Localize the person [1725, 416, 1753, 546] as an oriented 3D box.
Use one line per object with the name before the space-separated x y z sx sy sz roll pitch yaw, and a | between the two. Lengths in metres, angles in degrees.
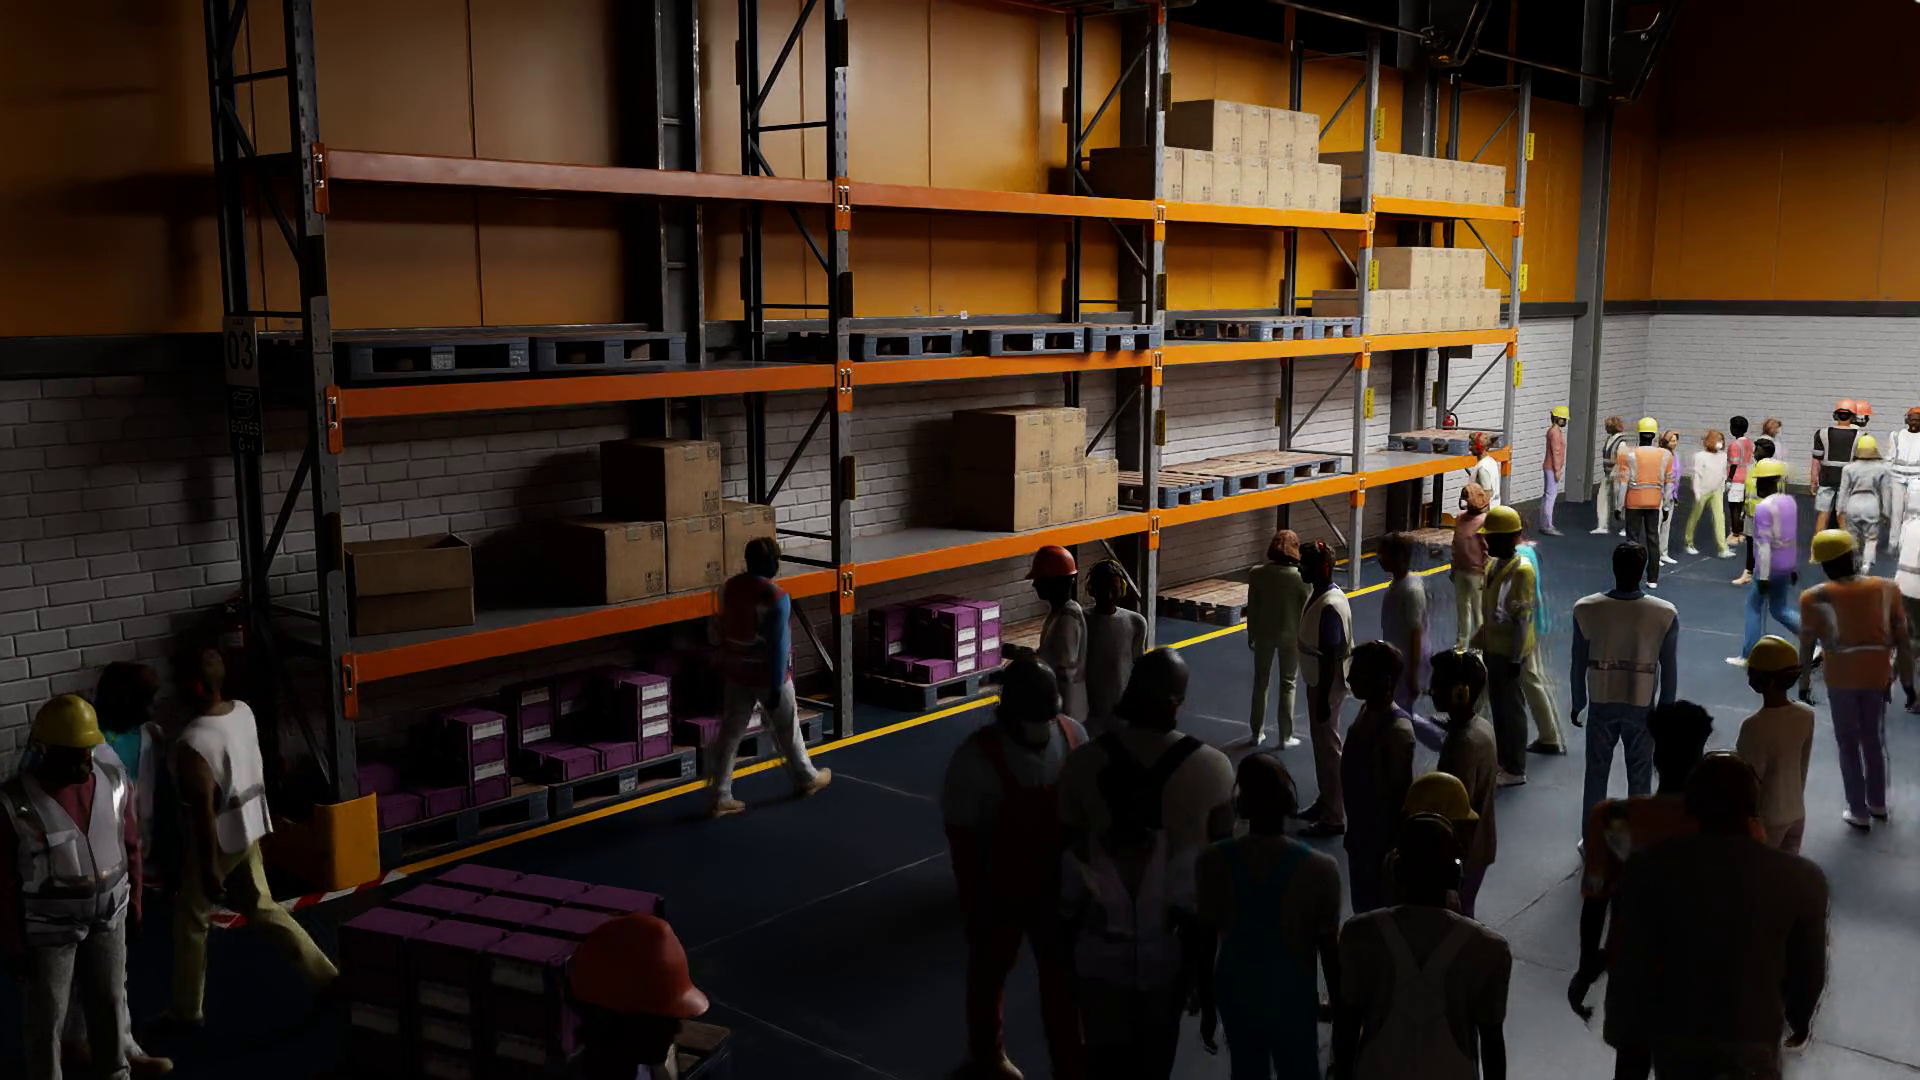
person | 10.106 -0.769 21.645 0.318 1.697 0.533 8 12 42

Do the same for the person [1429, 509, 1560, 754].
person | 3.976 0.659 12.179 0.971 1.782 0.556 3 9 20

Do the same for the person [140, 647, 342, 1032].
person | -3.278 1.363 7.528 0.908 1.815 0.573 1 9 6

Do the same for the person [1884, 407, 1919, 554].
person | 11.894 -0.732 20.822 0.576 1.880 0.360 9 12 44

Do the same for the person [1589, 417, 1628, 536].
person | 8.843 -0.857 22.459 0.576 1.604 0.544 -1 9 -9

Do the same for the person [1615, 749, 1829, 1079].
person | 2.540 1.626 5.596 0.625 1.889 0.983 5 10 30

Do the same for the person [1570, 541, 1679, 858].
person | 3.889 0.960 9.784 0.593 1.917 0.392 4 10 22

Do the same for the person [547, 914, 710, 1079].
person | -0.930 1.827 3.940 0.892 2.015 0.632 3 9 18

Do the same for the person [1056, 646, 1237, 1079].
person | 0.751 1.390 6.615 0.688 2.000 0.705 2 9 14

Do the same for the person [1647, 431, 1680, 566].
person | 8.535 -0.511 20.159 0.514 1.641 0.309 -7 11 -39

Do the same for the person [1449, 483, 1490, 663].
person | 4.586 0.298 14.965 0.280 1.633 0.503 -4 10 -23

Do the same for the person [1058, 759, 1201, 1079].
person | 0.640 1.614 6.395 0.529 1.660 0.853 -1 9 -4

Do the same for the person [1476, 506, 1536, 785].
person | 3.702 0.717 11.369 0.409 1.918 0.581 -1 9 -6

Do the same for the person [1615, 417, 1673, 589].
person | 7.611 -0.401 18.558 0.600 1.923 0.383 0 9 2

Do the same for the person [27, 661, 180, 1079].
person | -3.650 1.427 7.187 0.753 1.791 0.699 3 9 16

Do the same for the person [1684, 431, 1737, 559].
person | 9.341 -0.568 20.677 0.519 1.580 0.849 -2 9 -14

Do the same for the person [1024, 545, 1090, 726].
person | 0.558 0.983 9.603 0.386 1.930 0.545 0 9 2

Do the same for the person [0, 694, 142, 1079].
person | -3.513 1.503 6.598 0.403 1.824 0.591 6 10 32

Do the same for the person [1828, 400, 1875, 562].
person | 10.932 -0.718 20.395 0.408 1.986 0.617 0 9 1

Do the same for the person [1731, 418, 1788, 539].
person | 10.706 -0.811 22.104 0.610 1.638 0.501 -3 9 -18

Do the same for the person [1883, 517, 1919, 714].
person | 7.633 0.479 13.206 0.529 1.818 0.658 0 9 -1

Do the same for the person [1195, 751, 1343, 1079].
person | 1.056 1.642 5.716 0.544 1.813 0.607 4 10 22

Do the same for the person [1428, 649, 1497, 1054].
person | 2.150 1.390 7.198 0.326 1.863 0.509 3 9 20

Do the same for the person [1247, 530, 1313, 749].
person | 2.353 0.728 12.224 0.503 1.623 0.299 4 10 25

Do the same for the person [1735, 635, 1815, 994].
person | 3.823 1.326 7.906 0.523 1.769 0.317 -6 10 -32

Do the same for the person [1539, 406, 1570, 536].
person | 8.070 -0.939 22.548 0.326 1.760 0.524 2 9 11

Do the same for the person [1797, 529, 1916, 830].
person | 5.637 0.868 10.525 0.671 1.864 0.580 1 9 8

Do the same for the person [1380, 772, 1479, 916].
person | 1.623 1.661 5.860 0.338 1.735 0.488 -1 9 -5

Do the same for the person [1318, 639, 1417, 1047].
person | 1.857 1.351 7.491 0.344 1.847 0.505 -1 9 -7

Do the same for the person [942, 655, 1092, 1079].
person | 0.257 1.366 6.766 0.701 2.000 0.987 -4 10 -24

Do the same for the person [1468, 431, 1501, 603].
person | 5.581 -0.237 17.742 0.381 1.841 0.566 3 9 20

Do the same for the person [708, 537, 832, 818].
person | -1.283 0.867 10.808 0.627 1.792 0.976 6 11 34

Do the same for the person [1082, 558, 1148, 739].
person | 0.822 1.021 9.591 0.509 1.860 0.334 1 9 5

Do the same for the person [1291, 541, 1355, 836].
person | 2.278 0.914 10.359 0.393 1.836 0.561 1 9 4

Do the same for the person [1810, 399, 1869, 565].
person | 10.606 -0.688 20.076 0.612 2.029 0.407 5 10 29

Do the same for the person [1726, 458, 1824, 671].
person | 7.205 0.233 14.561 0.622 1.893 0.768 -6 11 -35

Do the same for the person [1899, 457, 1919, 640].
person | 9.220 0.040 15.837 0.566 1.892 0.498 -8 12 -42

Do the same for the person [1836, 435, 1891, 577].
person | 10.135 -0.316 18.667 0.523 1.712 0.538 5 10 27

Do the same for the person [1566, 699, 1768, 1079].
person | 2.546 1.533 5.999 0.650 1.974 0.483 4 10 25

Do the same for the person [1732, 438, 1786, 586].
person | 8.933 -0.291 18.558 0.322 1.697 0.533 -3 9 -18

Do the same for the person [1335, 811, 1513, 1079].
person | 1.396 1.731 5.072 0.504 1.840 0.341 3 9 18
